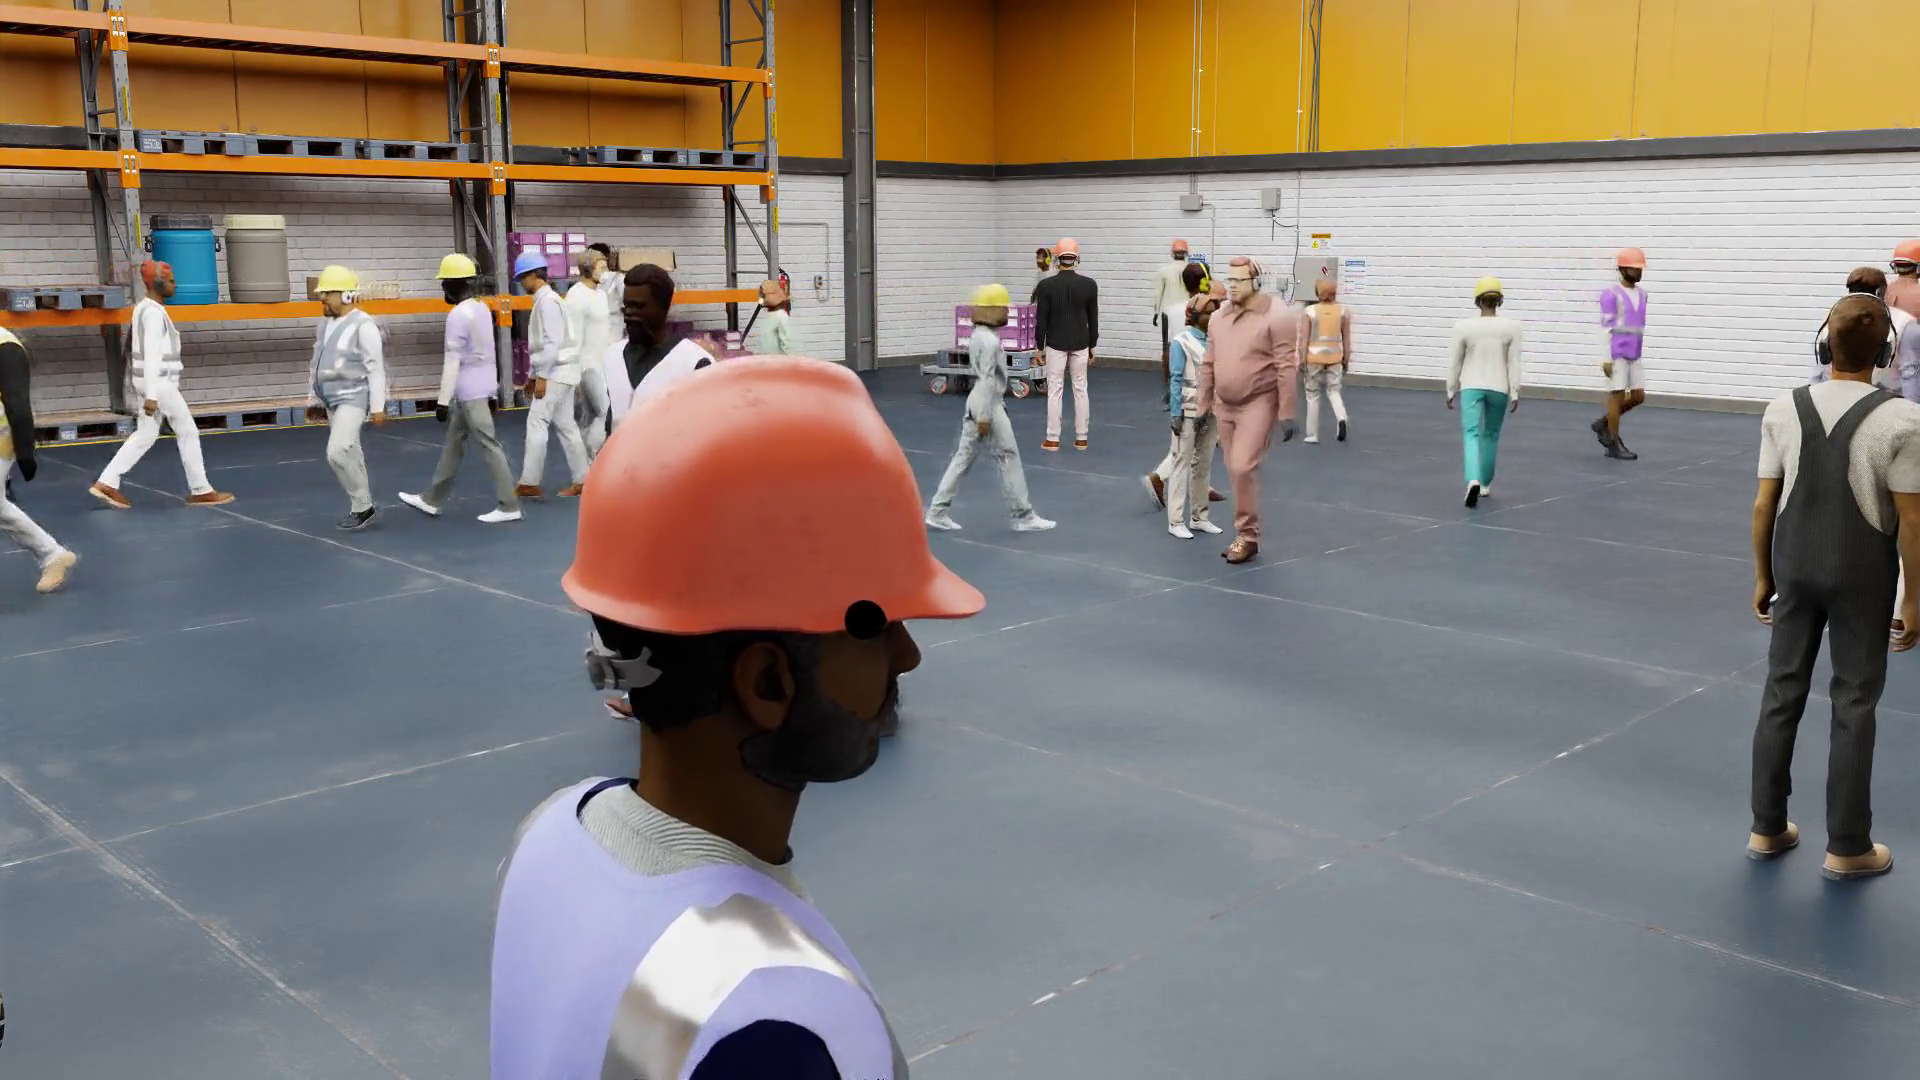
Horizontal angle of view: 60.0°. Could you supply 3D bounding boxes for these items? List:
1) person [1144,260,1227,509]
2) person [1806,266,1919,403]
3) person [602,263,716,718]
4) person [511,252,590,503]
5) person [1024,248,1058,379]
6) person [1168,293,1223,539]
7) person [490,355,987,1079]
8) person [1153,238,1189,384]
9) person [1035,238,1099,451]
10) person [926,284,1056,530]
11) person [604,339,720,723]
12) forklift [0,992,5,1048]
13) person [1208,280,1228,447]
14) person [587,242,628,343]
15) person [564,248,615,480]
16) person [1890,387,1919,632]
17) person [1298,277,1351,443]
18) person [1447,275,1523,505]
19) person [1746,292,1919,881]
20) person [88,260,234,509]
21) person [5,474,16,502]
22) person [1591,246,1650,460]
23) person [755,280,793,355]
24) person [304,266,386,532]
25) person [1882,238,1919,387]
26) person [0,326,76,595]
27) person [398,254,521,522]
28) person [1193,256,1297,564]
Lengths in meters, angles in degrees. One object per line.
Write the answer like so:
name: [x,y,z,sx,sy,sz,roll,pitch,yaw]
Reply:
person: [1.707,-1.145,12.374,0.847,1.838,0.519,-6,12,-31]
person: [5.537,-0.766,10.283,0.441,1.832,0.649,-8,13,-38]
person: [-1.267,-0.174,6.845,0.623,1.905,0.500,7,12,32]
person: [-3.196,-1.237,12.707,0.797,1.892,0.633,-2,11,-12]
person: [1.141,-3.174,23.423,0.821,1.836,0.541,-5,11,-24]
person: [1.595,-0.833,11.188,0.524,1.636,0.308,-9,14,-41]
person: [-0.161,0.823,1.338,0.371,1.935,0.551,-6,12,-31]
person: [2.953,-3.109,22.687,0.625,2.003,0.520,0,10,0]
person: [1.000,-1.830,15.650,0.612,1.995,0.377,-2,11,-12]
person: [0.176,-0.894,11.358,0.885,1.700,0.490,-3,11,-15]
person: [-1.103,-0.023,6.885,0.817,1.585,0.523,-4,11,-19]
forklift: [-3.245,0.323,3.363,2.313,2.155,1.214,2,11,13]
person: [2.483,-1.719,16.133,0.515,1.600,0.818,4,11,21]
person: [-3.941,-2.302,18.355,0.621,1.941,0.670,7,13,34]
person: [-2.887,-1.324,13.108,0.464,1.923,0.639,0,10,2]
person: [4.936,-0.295,8.298,0.288,1.626,0.498,-1,10,-7]
person: [3.529,-1.716,16.052,0.520,1.624,0.561,-2,11,-8]
person: [3.978,-1.137,12.616,0.527,1.730,0.862,2,11,11]
person: [2.768,0.150,5.255,0.335,1.846,0.513,-9,13,-39]
person: [-5.993,-1.138,12.297,0.931,1.851,0.570,-7,12,-34]
person: [-7.439,-1.194,12.378,0.623,1.918,0.586,-7,13,-35]
person: [5.991,-1.696,15.119,0.551,1.922,0.515,-5,11,-25]
person: [-1.707,-1.547,15.120,0.383,1.619,0.507,-6,12,-28]
person: [-4.224,-0.948,11.332,0.597,1.815,0.478,10,14,42]
person: [7.151,-1.282,12.653,0.374,1.997,0.614,-6,12,-30]
person: [-5.262,-0.520,9.030,0.631,1.815,0.897,6,12,29]
person: [-3.555,-1.048,11.677,0.943,1.880,0.613,0,10,0]
person: [1.704,-0.798,10.301,0.613,1.886,0.680,-8,13,-38]
